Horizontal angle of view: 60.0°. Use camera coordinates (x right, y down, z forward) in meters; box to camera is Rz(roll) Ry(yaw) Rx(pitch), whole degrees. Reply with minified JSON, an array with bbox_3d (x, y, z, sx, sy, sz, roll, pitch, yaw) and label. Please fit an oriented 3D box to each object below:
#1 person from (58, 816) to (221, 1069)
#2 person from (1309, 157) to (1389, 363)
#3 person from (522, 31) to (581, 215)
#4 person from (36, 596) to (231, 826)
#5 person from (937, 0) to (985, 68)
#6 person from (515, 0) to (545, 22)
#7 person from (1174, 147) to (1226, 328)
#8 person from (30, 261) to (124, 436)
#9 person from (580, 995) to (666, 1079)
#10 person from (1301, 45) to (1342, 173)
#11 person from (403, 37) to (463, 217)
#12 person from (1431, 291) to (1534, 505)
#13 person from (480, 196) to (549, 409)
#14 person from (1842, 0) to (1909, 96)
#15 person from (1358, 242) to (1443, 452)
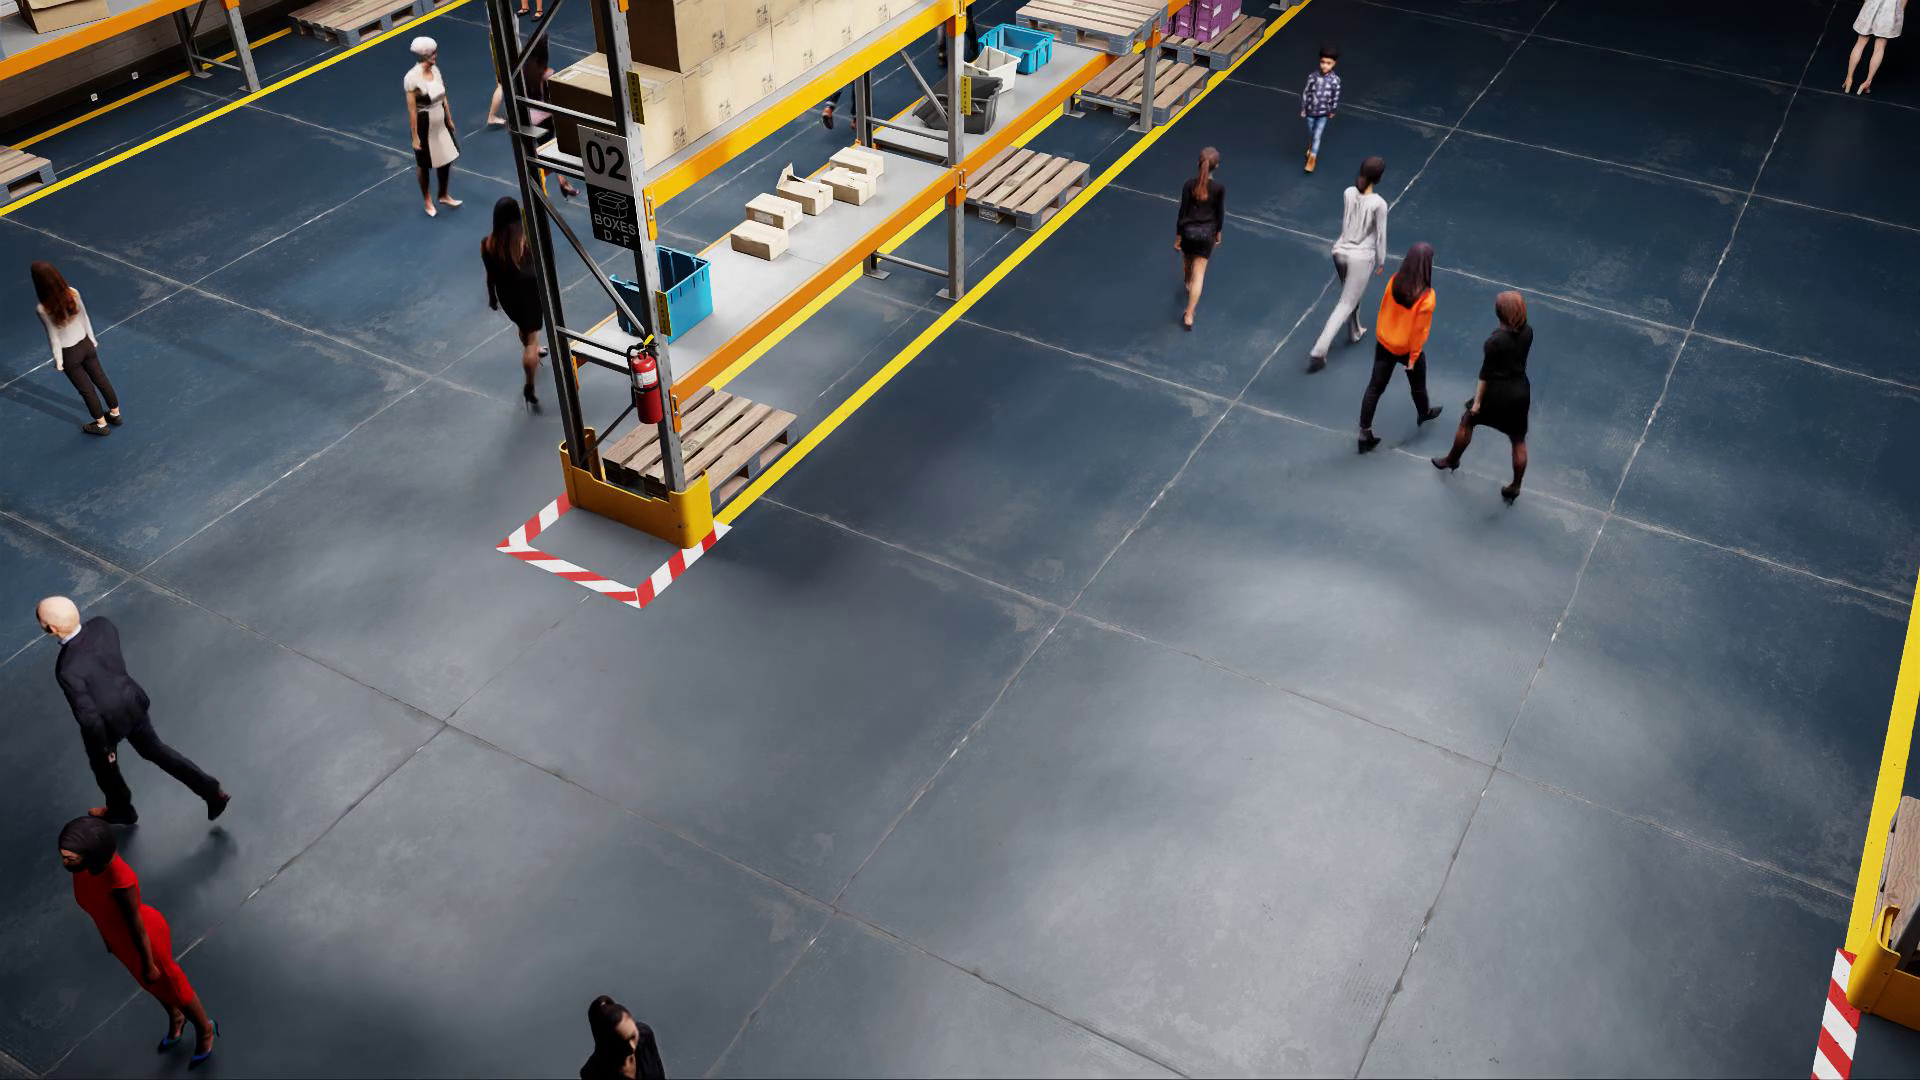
[{"bbox_3d":[-4.088,2.001,8.292,0.548,1.743,0.488,20,43,23],"label":"person"},{"bbox_3d":[3.178,-2.255,13.627,1.147,1.736,0.817,-29,47,-31],"label":"person"},{"bbox_3d":[-3.988,-3.839,15.579,0.695,1.776,0.883,23,44,26],"label":"person"},{"bbox_3d":[-4.761,1.013,9.505,0.952,1.774,1.170,8,39,10],"label":"person"},{"bbox_3d":[-0.125,-6.106,18.483,0.731,1.692,1.032,26,45,28],"label":"person"},{"bbox_3d":[-5.183,-6.989,19.603,0.568,1.675,0.541,19,42,22],"label":"person"},{"bbox_3d":[2.025,-2.552,14.176,0.776,1.514,1.098,6,39,7],"label":"person"},{"bbox_3d":[-6.842,-1.483,12.862,0.619,1.484,0.439,15,41,18],"label":"person"},{"bbox_3d":[-1.462,2.653,7.501,0.647,1.712,0.446,23,44,26],"label":"person"},{"bbox_3d":[3.603,-4.366,16.679,0.543,1.225,0.883,15,41,18],"label":"person"},{"bbox_3d":[-5.021,-3.857,15.644,0.750,1.722,0.601,27,46,30],"label":"person"},{"bbox_3d":[3.991,-0.993,12.106,0.954,1.661,0.965,-9,40,-12],"label":"person"},{"bbox_3d":[-3.477,-1.835,13.158,0.944,1.665,1.162,3,39,4],"label":"person"},{"bbox_3d":[9.911,-5.671,17.874,0.677,1.775,0.669,26,45,29],"label":"person"},{"bbox_3d":[3.261,-1.419,12.596,1.135,1.716,0.898,-23,44,-26],"label":"person"}]
